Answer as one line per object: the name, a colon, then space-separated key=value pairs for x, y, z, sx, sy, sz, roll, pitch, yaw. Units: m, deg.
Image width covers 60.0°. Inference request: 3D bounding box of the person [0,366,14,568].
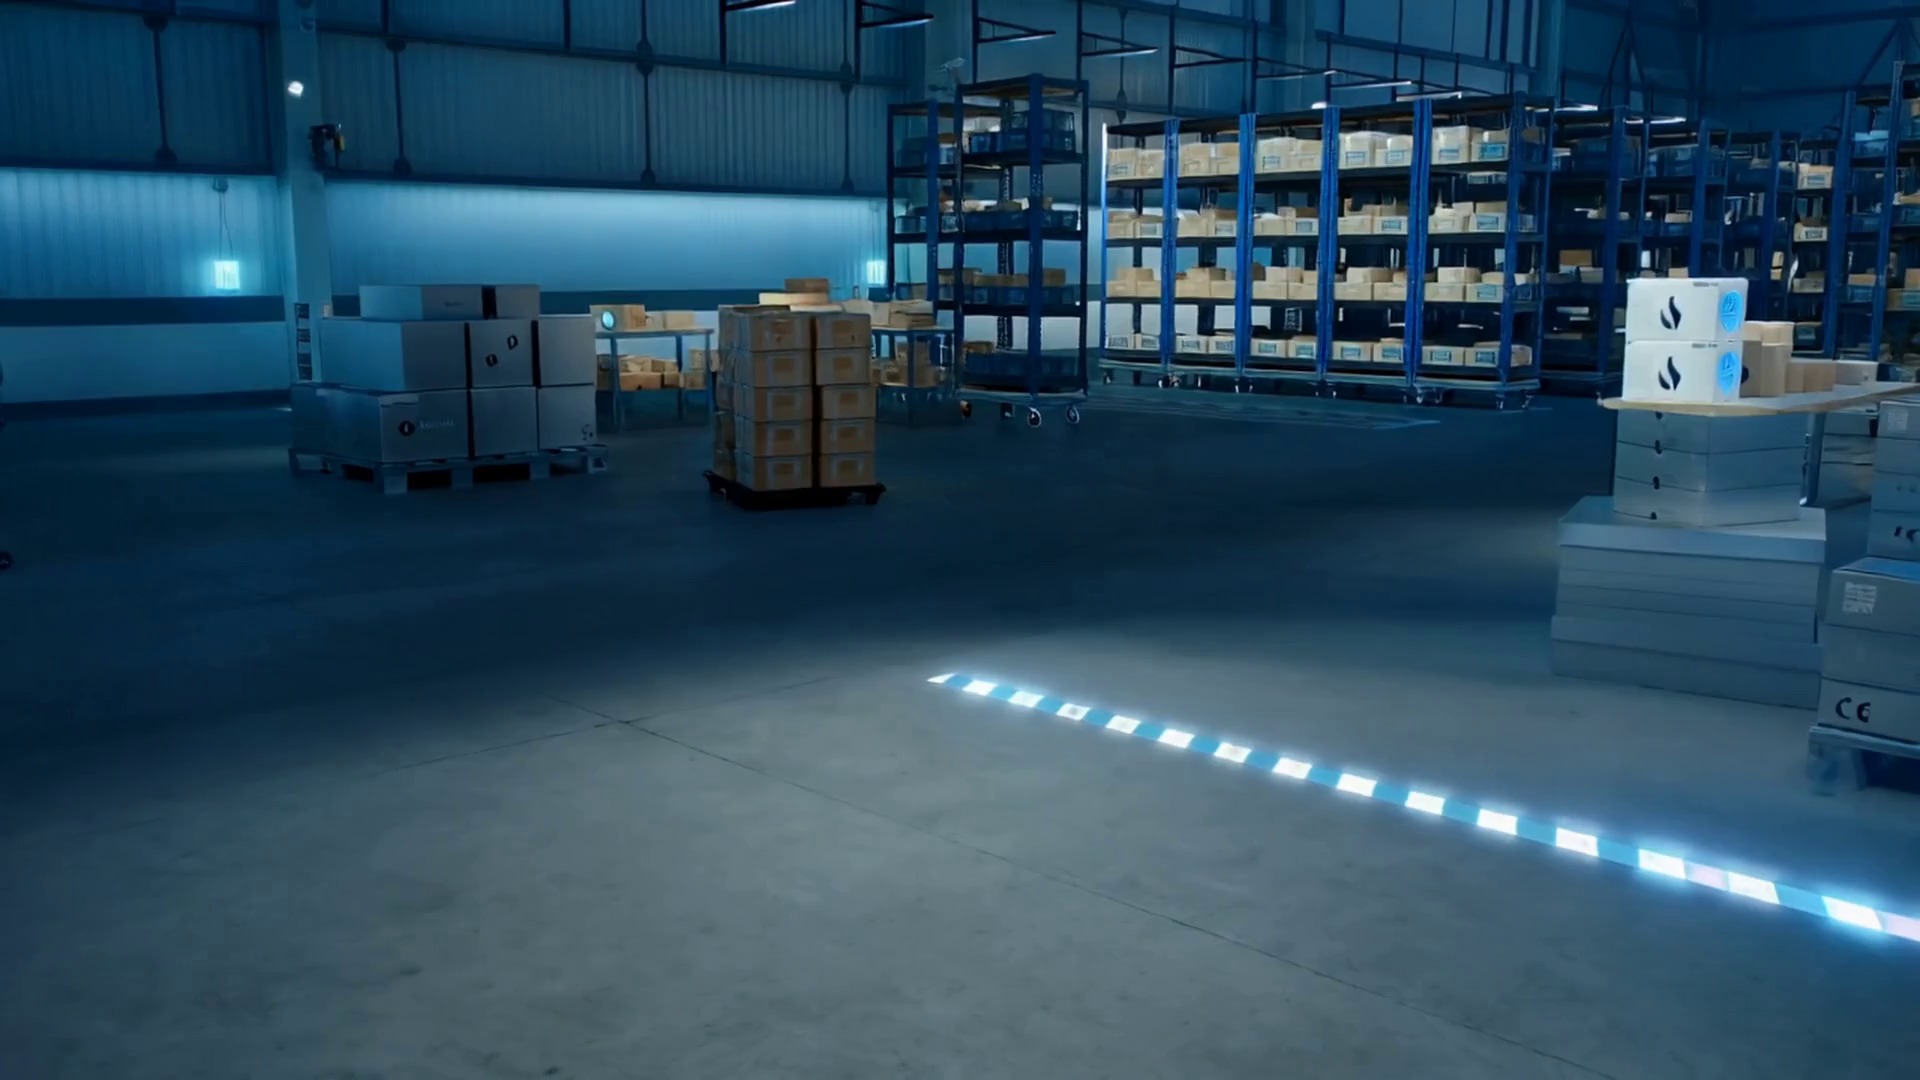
person: x=-5.557 y=-0.773 z=9.085 sx=0.602 sy=1.939 sz=0.401 roll=-3 pitch=10 yaw=-15
